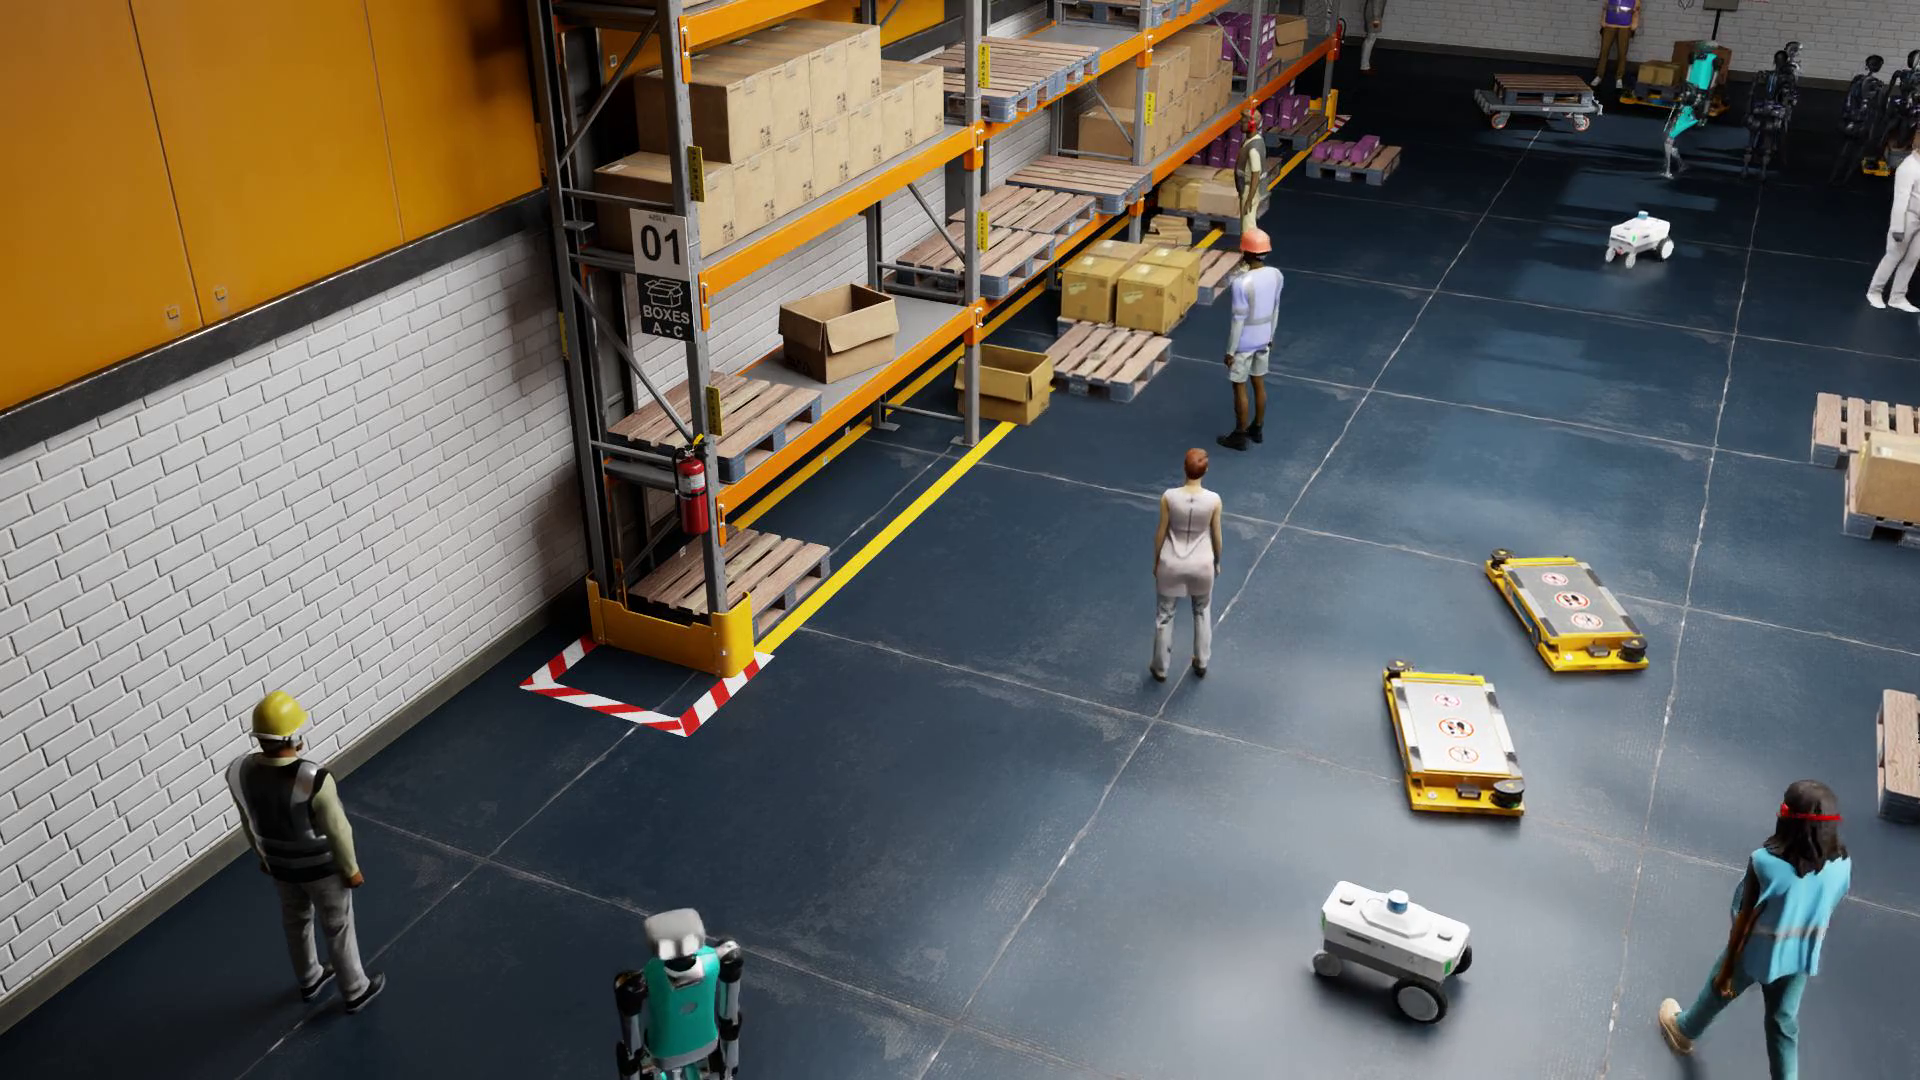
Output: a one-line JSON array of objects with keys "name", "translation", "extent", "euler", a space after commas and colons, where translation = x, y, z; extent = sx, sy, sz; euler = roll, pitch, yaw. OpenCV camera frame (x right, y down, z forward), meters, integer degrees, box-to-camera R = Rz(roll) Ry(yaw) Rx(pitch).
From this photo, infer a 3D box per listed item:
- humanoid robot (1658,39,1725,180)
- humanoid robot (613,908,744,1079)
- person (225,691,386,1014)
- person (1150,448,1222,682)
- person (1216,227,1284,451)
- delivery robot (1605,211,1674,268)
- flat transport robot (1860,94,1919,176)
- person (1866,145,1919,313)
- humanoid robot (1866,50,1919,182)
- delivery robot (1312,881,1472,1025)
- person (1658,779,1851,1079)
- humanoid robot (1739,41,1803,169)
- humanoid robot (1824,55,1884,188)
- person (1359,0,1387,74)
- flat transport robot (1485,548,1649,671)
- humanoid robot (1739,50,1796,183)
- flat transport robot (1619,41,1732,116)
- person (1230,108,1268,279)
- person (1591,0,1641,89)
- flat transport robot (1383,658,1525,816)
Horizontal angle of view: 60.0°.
[{"name": "humanoid robot", "translation": [9.257, -5.513, 21.413], "extent": [0.857, 1.762, 0.538], "euler": [-13, 31, -22]}, {"name": "humanoid robot", "translation": [-1.243, 2.201, 7.112], "extent": [0.552, 1.784, 0.722], "euler": [-15, 32, -25]}, {"name": "person", "translation": [-3.230, 1.553, 8.217], "extent": [0.591, 1.824, 0.403], "euler": [8, 29, 15]}, {"name": "person", "translation": [1.495, 0.181, 10.943], "extent": [0.439, 1.644, 0.352], "euler": [3, 28, 5]}, {"name": "person", "translation": [2.447, -1.705, 14.133], "extent": [0.550, 1.935, 0.369], "euler": [-20, 34, -33]}, {"name": "delivery robot", "translation": [7.657, -3.407, 18.743], "extent": [0.782, 0.594, 0.499], "euler": [-19, 34, -31]}, {"name": "flat transport robot", "translation": [12.620, -4.894, 21.803], "extent": [1.431, 0.231, 0.659], "euler": [10, 30, 18]}, {"name": "person", "translation": [9.788, -3.275, 17.090], "extent": [0.667, 1.896, 0.524], "euler": [-19, 34, -31]}, {"name": "humanoid robot", "translation": [12.082, -5.426, 21.304], "extent": [0.311, 1.655, 0.615], "euler": [-17, 33, -28]}, {"name": "delivery robot", "translation": [2.241, 2.078, 8.581], "extent": [0.805, 0.601, 0.499], "euler": [16, 32, 27]}, {"name": "person", "translation": [3.700, 1.879, 7.632], "extent": [0.538, 1.818, 0.966], "euler": [-1, 28, -2]}, {"name": "humanoid robot", "translation": [10.769, -5.707, 21.857], "extent": [0.611, 1.643, 0.600], "euler": [7, 29, 12]}, {"name": "humanoid robot", "translation": [11.332, -5.295, 21.069], "extent": [0.426, 1.649, 0.591], "euler": [-8, 29, -15]}, {"name": "person", "translation": [6.674, -8.436, 26.742], "extent": [0.368, 1.824, 0.512], "euler": [4, 29, 7]}, {"name": "flat transport robot", "translation": [4.298, 0.481, 11.836], "extent": [0.659, 0.231, 1.431], "euler": [-1, 28, -3]}, {"name": "humanoid robot", "translation": [10.316, -5.418, 21.281], "extent": [0.598, 1.658, 0.316], "euler": [20, 34, 32]}, {"name": "flat transport robot", "translation": [10.741, -6.604, 24.974], "extent": [1.431, 0.231, 0.659], "euler": [22, 35, 35]}, {"name": "person", "translation": [3.132, -3.748, 18.016], "extent": [0.397, 1.847, 0.563], "euler": [3, 28, 5]}, {"name": "person", "translation": [10.250, -8.014, 25.855], "extent": [0.553, 1.921, 0.448], "euler": [17, 33, 28]}, {"name": "flat transport robot", "translation": [3.085, 1.223, 10.460], "extent": [0.659, 0.231, 1.431], "euler": [3, 28, 5]}]
